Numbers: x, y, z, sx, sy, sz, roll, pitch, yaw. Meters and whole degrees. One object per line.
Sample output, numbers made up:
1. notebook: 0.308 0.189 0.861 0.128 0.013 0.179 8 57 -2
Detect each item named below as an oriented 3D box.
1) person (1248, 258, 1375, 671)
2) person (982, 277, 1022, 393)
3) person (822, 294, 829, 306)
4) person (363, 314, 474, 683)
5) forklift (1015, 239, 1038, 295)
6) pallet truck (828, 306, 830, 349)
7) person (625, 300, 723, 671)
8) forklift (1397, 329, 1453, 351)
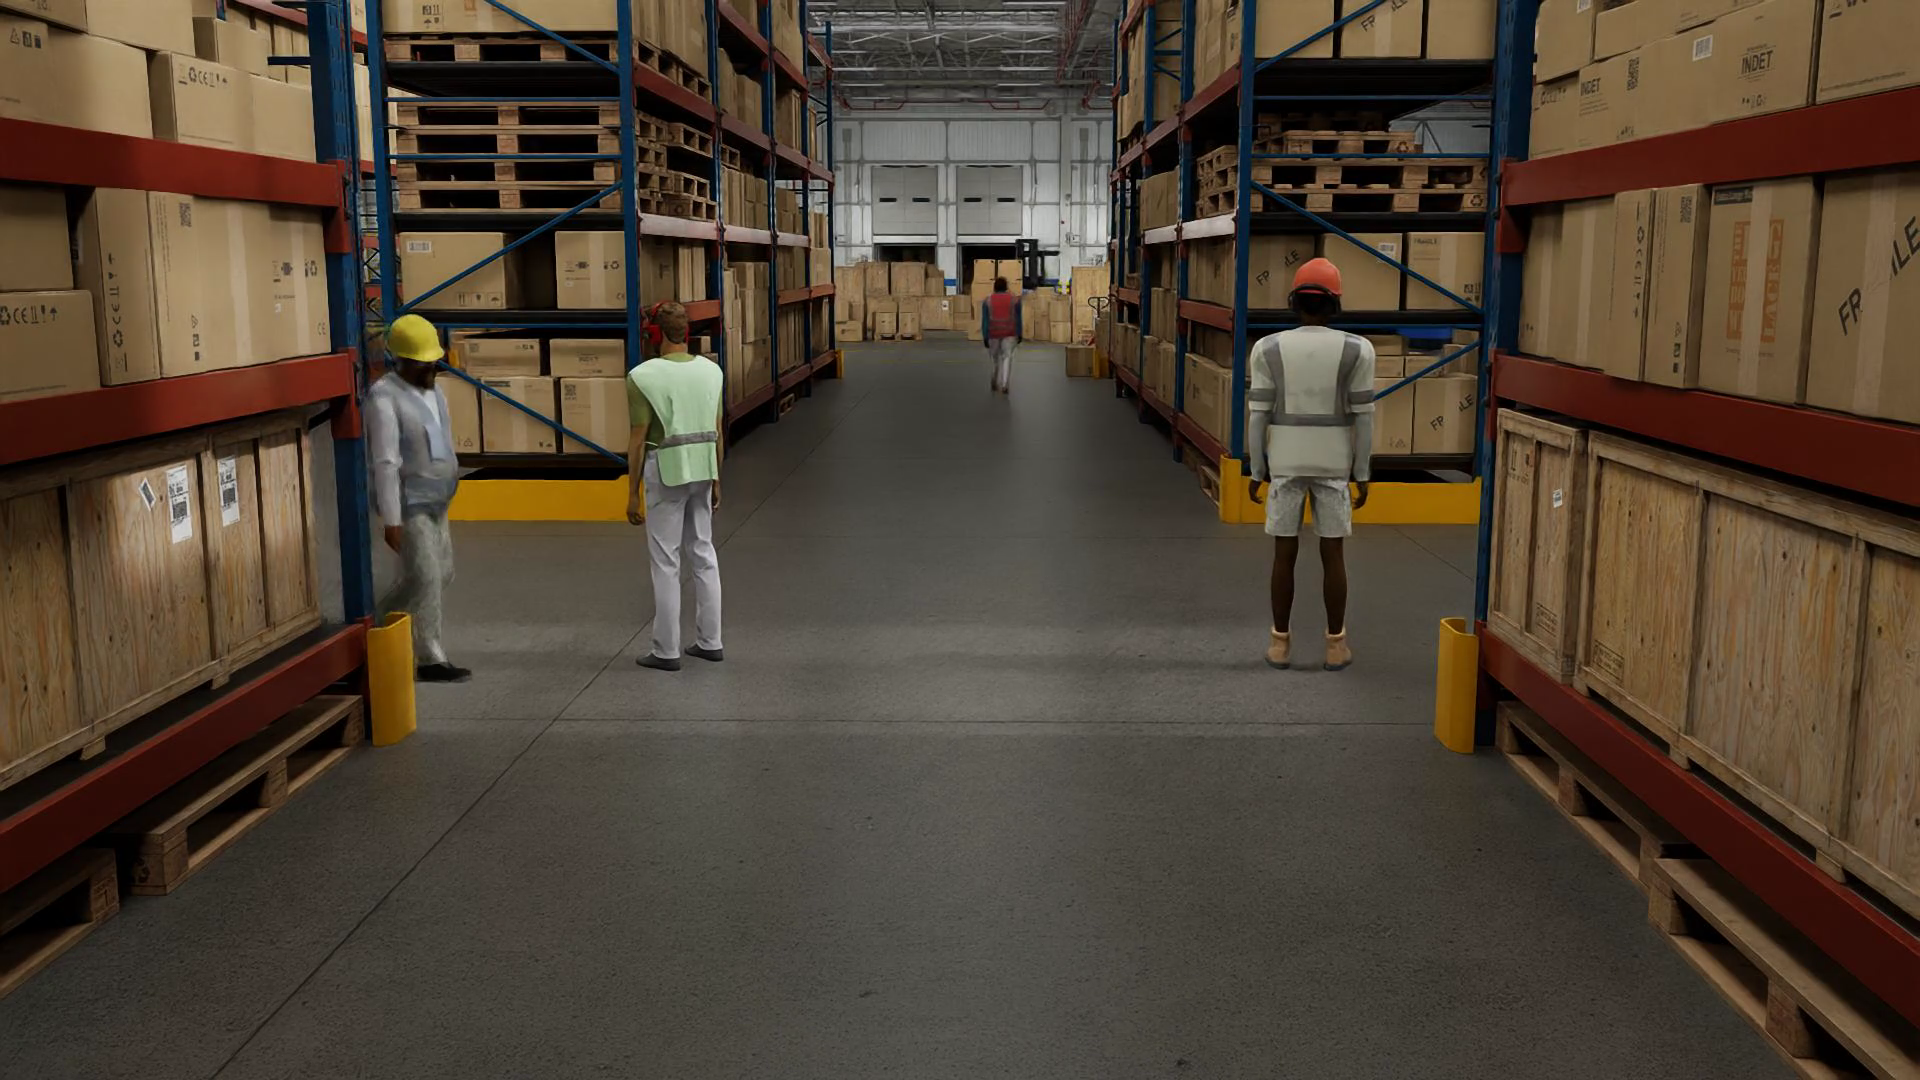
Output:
1. person: 1.732 -0.367 8.265 0.609 2.044 0.397 2 10 14
2. person: 0.656 -3.197 25.977 0.628 1.799 0.964 0 9 3
3. person: -2.929 -4.838 35.187 0.382 1.995 0.612 9 13 44
4. person: -2.665 -0.183 7.947 0.574 1.793 0.609 1 10 7
5. forklift: 2.287 -8.975 57.322 1.873 2.768 1.129 -6 11 -32
6. pallet truck: -3.100 -3.940 29.800 1.885 1.965 0.823 3 10 19
7. person: -1.395 -0.266 8.281 0.381 1.836 0.564 8 13 41
8. forklift: 10.414 -5.745 37.977 1.129 2.768 1.873 -9 13 -44
